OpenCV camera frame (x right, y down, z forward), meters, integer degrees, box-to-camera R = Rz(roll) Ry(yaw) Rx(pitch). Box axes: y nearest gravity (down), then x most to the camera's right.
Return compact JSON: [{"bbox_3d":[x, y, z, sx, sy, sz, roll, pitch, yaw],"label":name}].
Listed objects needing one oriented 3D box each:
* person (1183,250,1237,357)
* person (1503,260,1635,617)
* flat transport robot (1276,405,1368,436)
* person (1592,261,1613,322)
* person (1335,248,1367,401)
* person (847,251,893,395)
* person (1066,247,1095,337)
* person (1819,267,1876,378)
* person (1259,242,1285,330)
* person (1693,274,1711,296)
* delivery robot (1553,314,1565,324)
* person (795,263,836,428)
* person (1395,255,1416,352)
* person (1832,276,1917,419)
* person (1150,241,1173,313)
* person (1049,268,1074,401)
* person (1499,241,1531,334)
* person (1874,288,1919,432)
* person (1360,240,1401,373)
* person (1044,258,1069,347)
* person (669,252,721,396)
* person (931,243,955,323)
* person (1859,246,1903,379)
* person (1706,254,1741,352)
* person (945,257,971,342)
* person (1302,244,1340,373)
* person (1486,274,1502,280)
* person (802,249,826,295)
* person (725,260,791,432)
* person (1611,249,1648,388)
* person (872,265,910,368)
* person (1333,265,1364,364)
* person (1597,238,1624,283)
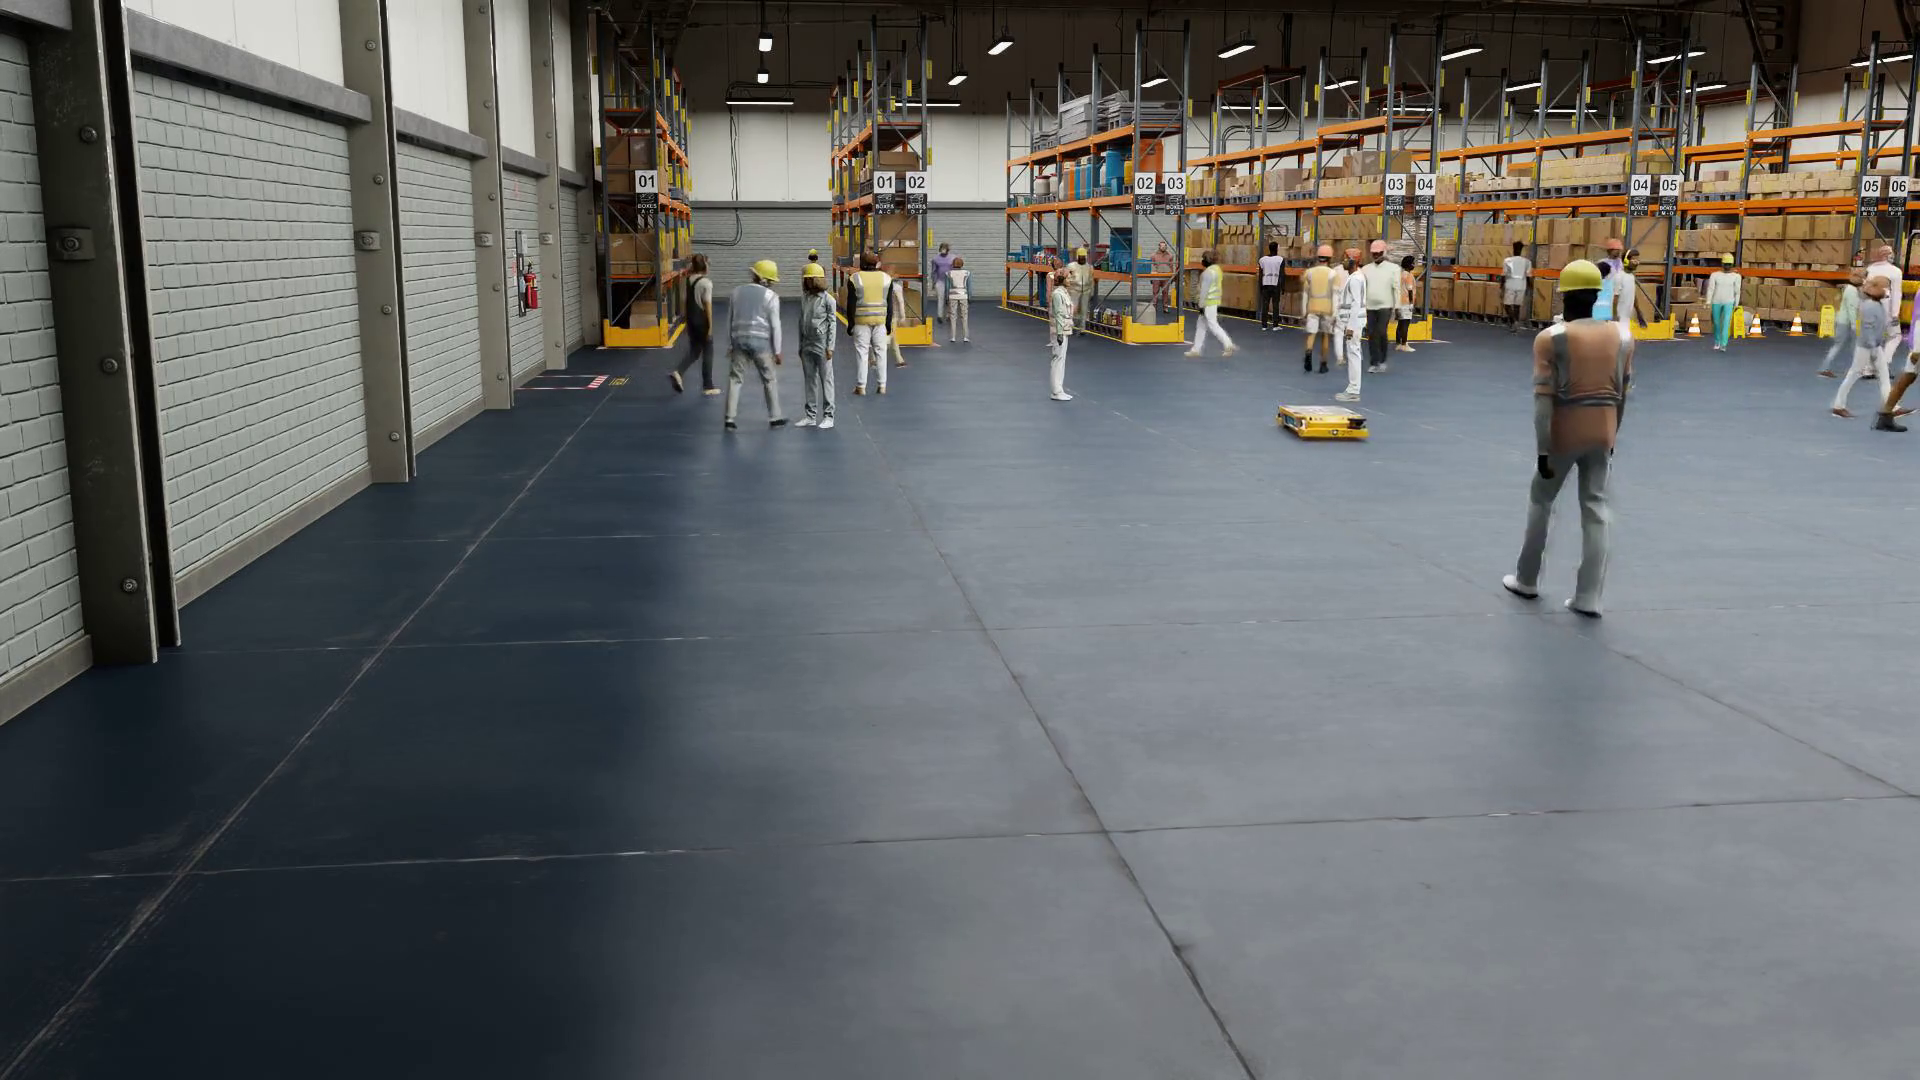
[{"bbox_3d":[4.259,-3.985,28.092,0.909,1.809,0.636,4,11,21],"label":"person"},{"bbox_3d":[3.335,-0.570,9.126,0.598,1.894,0.863,-1,10,-5],"label":"person"},{"bbox_3d":[3.741,-1.246,17.275,0.652,0.197,1.431,0,10,0],"label":"flat transport robot"},{"bbox_3d":[9.268,-3.182,24.040,0.552,1.670,0.537,0,10,-1],"label":"person"},{"bbox_3d":[4.845,-2.652,20.564,0.361,1.882,0.575,3,11,15],"label":"person"},{"bbox_3d":[-1.173,-2.797,21.471,0.634,1.843,0.429,-4,11,-22],"label":"person"},{"bbox_3d":[2.437,-5.004,33.624,0.620,1.819,0.420,-2,10,-9],"label":"person"},{"bbox_3d":[12.754,-3.099,23.807,0.741,1.582,0.579,6,12,28],"label":"person"},{"bbox_3d":[6.787,-5.521,36.196,0.594,1.919,0.388,6,12,30],"label":"person"},{"bbox_3d":[19.395,-6.874,43.405,0.611,1.995,0.376,-3,11,-17],"label":"person"},{"bbox_3d":[12.372,-4.455,33.834,0.477,0.478,0.707,-1,10,-7],"label":"delivery robot"},{"bbox_3d":[-1.538,-2.061,17.708,0.484,1.744,0.295,7,13,34],"label":"person"},{"bbox_3d":[7.886,-4.168,29.388,0.318,1.697,0.533,-1,10,-6],"label":"person"},{"bbox_3d":[10.178,-2.126,18.479,0.526,1.581,0.860,-9,14,-41],"label":"person"},{"bbox_3d":[5.351,-6.971,44.162,0.649,1.913,0.409,-1,10,-5],"label":"person"},{"bbox_3d":[1.264,-2.558,20.716,0.306,1.639,0.524,2,11,11],"label":"person"},{"bbox_3d":[11.571,-5.249,34.622,0.635,1.946,0.558,0,10,-1],"label":"person"},{"bbox_3d":[9.999,-2.015,17.089,0.990,1.886,0.557,6,12,32],"label":"person"},{"bbox_3d":[6.185,-3.459,24.714,0.662,1.974,0.571,7,12,32],"label":"person"},{"bbox_3d":[1.789,-4.388,30.748,0.522,1.639,0.309,-7,12,-33],"label":"person"},{"bbox_3d":[-3.366,-2.730,21.140,0.506,1.833,0.661,8,13,39],"label":"person"},{"bbox_3d":[-0.362,-6.099,39.481,0.645,1.886,1.062,1,10,4],"label":"person"},{"bbox_3d":[13.192,-3.242,23.766,0.557,1.887,0.684,-5,11,-25],"label":"person"},{"bbox_3d":[13.668,-4.254,29.768,0.524,1.729,0.868,6,12,31],"label":"person"},{"bbox_3d":[-0.038,-4.641,32.136,0.515,1.639,0.315,0,10,-1],"label":"person"},{"bbox_3d":[5.338,-3.416,24.663,0.554,1.916,0.696,5,12,26],"label":"person"},{"bbox_3d":[14.906,-7.357,46.455,0.570,1.845,0.380,-5,12,-27],"label":"person"},{"bbox_3d":[-3.106,-5.310,35.449,0.524,1.772,0.301,0,10,1],"label":"person"},{"bbox_3d":[-2.140,-2.023,17.402,0.637,1.774,0.726,4,11,21],"label":"person"},{"bbox_3d":[9.009,-2.977,22.416,0.434,1.860,0.530,8,13,37],"label":"person"},{"bbox_3d":[-1.081,-3.418,25.560,0.511,1.593,0.865,10,14,43],"label":"person"},{"bbox_3d":[6.235,-3.722,26.641,0.630,1.814,0.816,5,12,27],"label":"person"},{"bbox_3d":[11.967,-4.548,30.660,0.627,2.006,1.018,-5,11,-25],"label":"person"}]
